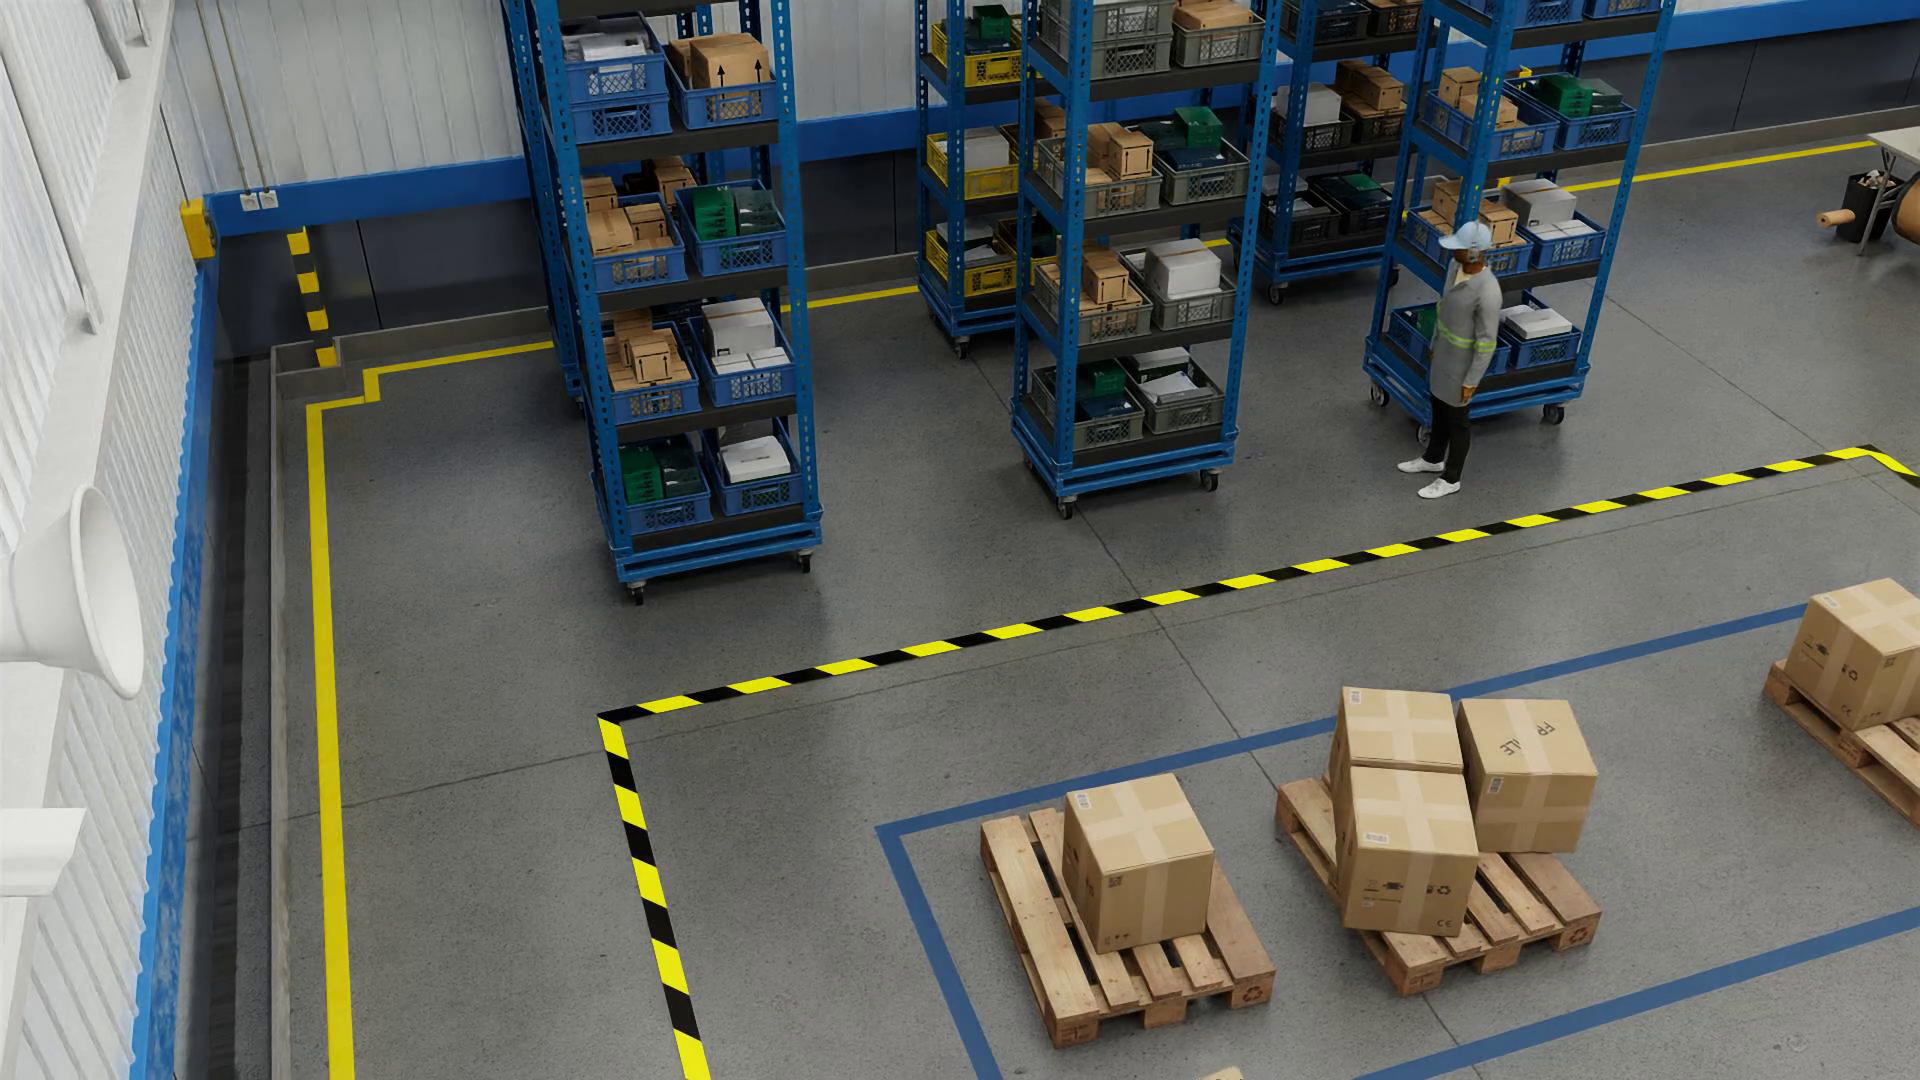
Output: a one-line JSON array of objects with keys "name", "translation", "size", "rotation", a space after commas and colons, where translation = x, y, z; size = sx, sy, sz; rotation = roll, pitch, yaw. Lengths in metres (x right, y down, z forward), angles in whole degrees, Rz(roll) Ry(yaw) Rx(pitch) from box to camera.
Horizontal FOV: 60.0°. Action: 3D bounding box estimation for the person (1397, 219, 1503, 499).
[{"name": "person", "translation": [3.027, -1.110, 10.255], "size": [0.396, 1.850, 0.597], "rotation": [-6, 36, -8]}]
